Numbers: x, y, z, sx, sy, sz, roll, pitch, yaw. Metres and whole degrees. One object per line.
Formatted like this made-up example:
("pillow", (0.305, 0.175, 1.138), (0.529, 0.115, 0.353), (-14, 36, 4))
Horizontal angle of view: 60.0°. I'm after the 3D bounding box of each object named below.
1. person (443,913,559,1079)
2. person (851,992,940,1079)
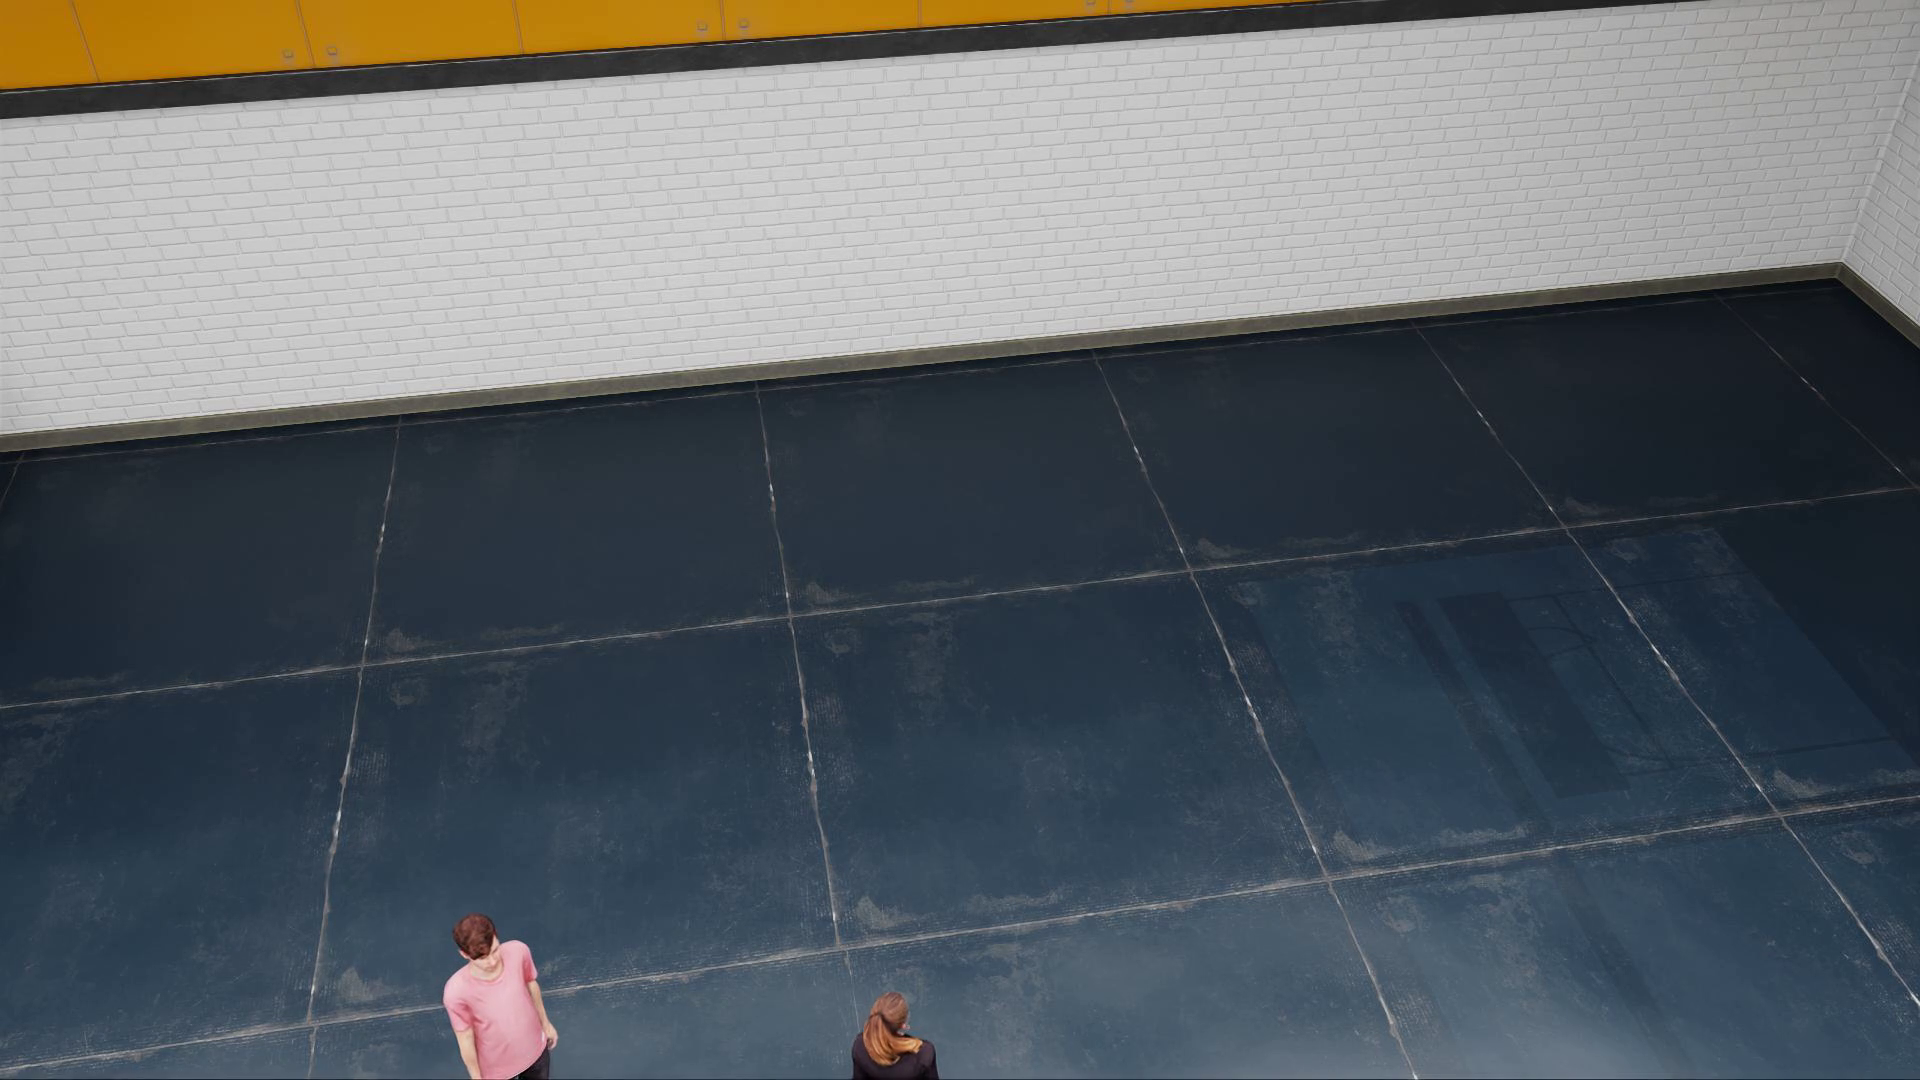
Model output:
("person", (-2.200, 2.468, 8.078), (0.753, 1.957, 0.713), (27, 46, 30))
("person", (-0.302, 2.728, 7.936), (0.634, 1.729, 0.626), (5, 39, 6))
